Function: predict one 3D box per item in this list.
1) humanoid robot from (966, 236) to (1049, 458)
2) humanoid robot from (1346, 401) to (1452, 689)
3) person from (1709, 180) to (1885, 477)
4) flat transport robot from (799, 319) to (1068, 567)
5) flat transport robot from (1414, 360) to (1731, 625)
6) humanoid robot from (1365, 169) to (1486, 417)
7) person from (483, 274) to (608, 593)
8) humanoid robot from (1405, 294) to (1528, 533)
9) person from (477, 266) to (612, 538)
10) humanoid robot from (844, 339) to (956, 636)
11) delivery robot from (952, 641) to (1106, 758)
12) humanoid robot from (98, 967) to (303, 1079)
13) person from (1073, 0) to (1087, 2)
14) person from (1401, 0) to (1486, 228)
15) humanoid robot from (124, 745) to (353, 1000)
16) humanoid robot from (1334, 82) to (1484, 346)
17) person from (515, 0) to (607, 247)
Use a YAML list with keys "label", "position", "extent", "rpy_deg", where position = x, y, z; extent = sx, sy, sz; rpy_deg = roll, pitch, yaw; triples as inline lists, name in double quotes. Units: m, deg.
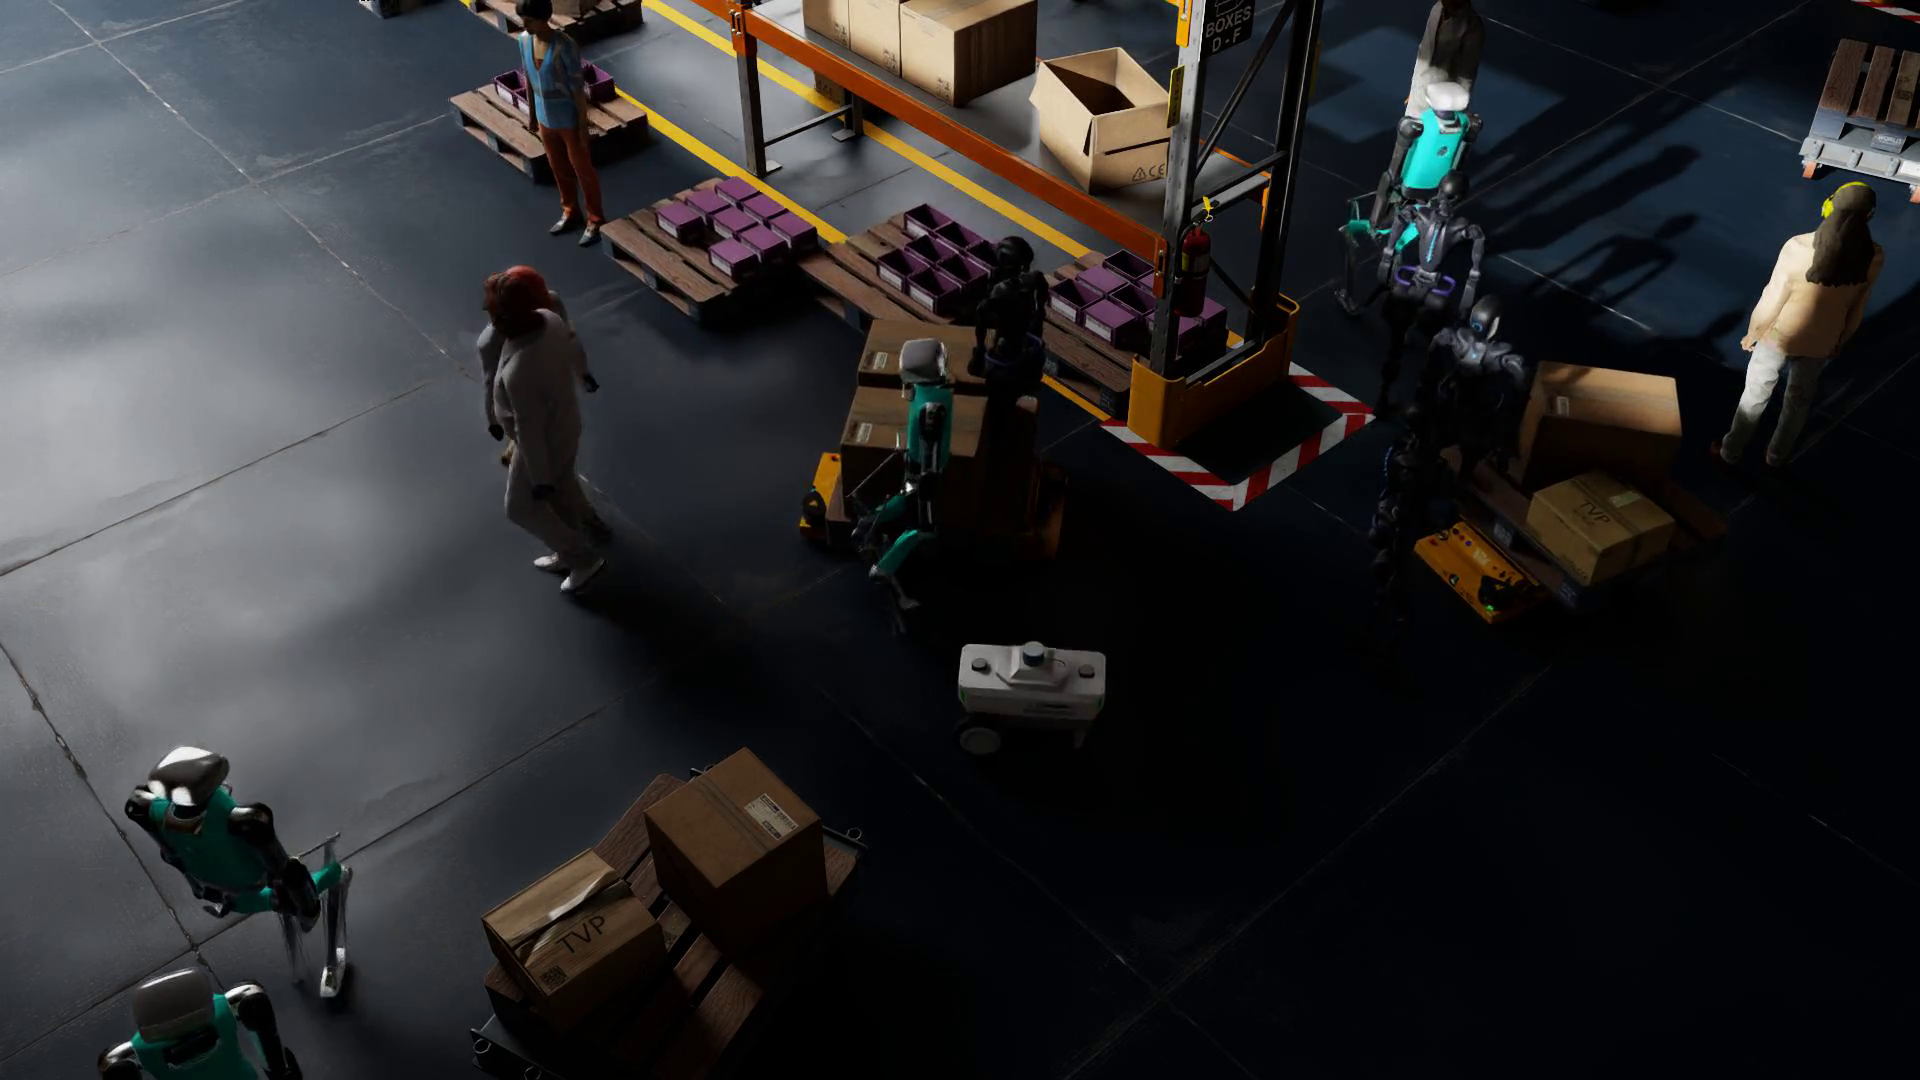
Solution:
- label: "humanoid robot"
  position: [0.250, -0.923, 9.057]
  extent: [0.340, 1.655, 0.588]
  rpy_deg: [33, 52, 30]
- label: "humanoid robot"
  position: [2.161, -0.005, 8.058]
  extent: [0.357, 1.657, 0.589]
  rpy_deg: [15, 45, 16]
- label: "person"
  position: [4.606, -1.115, 9.123]
  extent: [0.554, 1.877, 0.409]
  rpy_deg: [5, 43, 6]
- label: "flat transport robot"
  position: [-0.136, -0.226, 9.340]
  extent: [1.431, 0.231, 0.659]
  rpy_deg: [6, 43, 6]
- label: "flat transport robot"
  position: [3.275, -0.019, 9.116]
  extent: [1.431, 0.231, 0.659]
  rpy_deg: [-19, 46, -19]
- label: "humanoid robot"
  position: [2.645, -1.390, 9.566]
  extent: [0.607, 1.649, 0.323]
  rpy_deg: [18, 45, 18]
- label: "person"
  position: [-2.146, -0.516, 8.467]
  extent: [0.424, 1.880, 0.675]
  rpy_deg: [4, 43, 4]
- label: "humanoid robot"
  position: [2.658, -0.633, 8.752]
  extent: [0.591, 1.640, 0.419]
  rpy_deg: [25, 48, 25]
- label: "person"
  position: [-2.313, -0.822, 8.931]
  extent: [0.854, 1.698, 0.619]
  rpy_deg: [21, 47, 22]
- label: "humanoid robot"
  position: [-0.350, -0.199, 8.285]
  extent: [0.680, 1.866, 0.548]
  rpy_deg: [-2, 43, -2]
- label: "delivery robot"
  position: [0.317, 0.728, 8.102]
  extent: [0.781, 0.610, 0.524]
  rpy_deg: [3, 43, 4]
- label: "humanoid robot"
  position: [-2.388, 2.156, 5.651]
  extent: [0.557, 1.731, 0.968]
  rpy_deg: [-27, 49, -27]
- label: "person"
  position: [1.329, -5.321, 13.758]
  extent: [0.619, 1.798, 0.572]
  rpy_deg: [-22, 47, -22]
- label: "person"
  position: [3.198, -2.970, 11.175]
  extent: [0.366, 1.829, 0.503]
  rpy_deg: [-18, 46, -19]
- label: "humanoid robot"
  position: [-2.713, 1.307, 6.638]
  extent: [0.544, 1.832, 0.763]
  rpy_deg: [7, 43, 7]
- label: "humanoid robot"
  position: [2.697, -2.118, 10.323]
  extent: [0.567, 1.777, 0.823]
  rpy_deg: [-12, 44, -13]
- label: "person"
  position: [-2.663, -2.802, 11.045]
  extent: [0.503, 1.758, 0.329]
  rpy_deg: [20, 46, 21]
